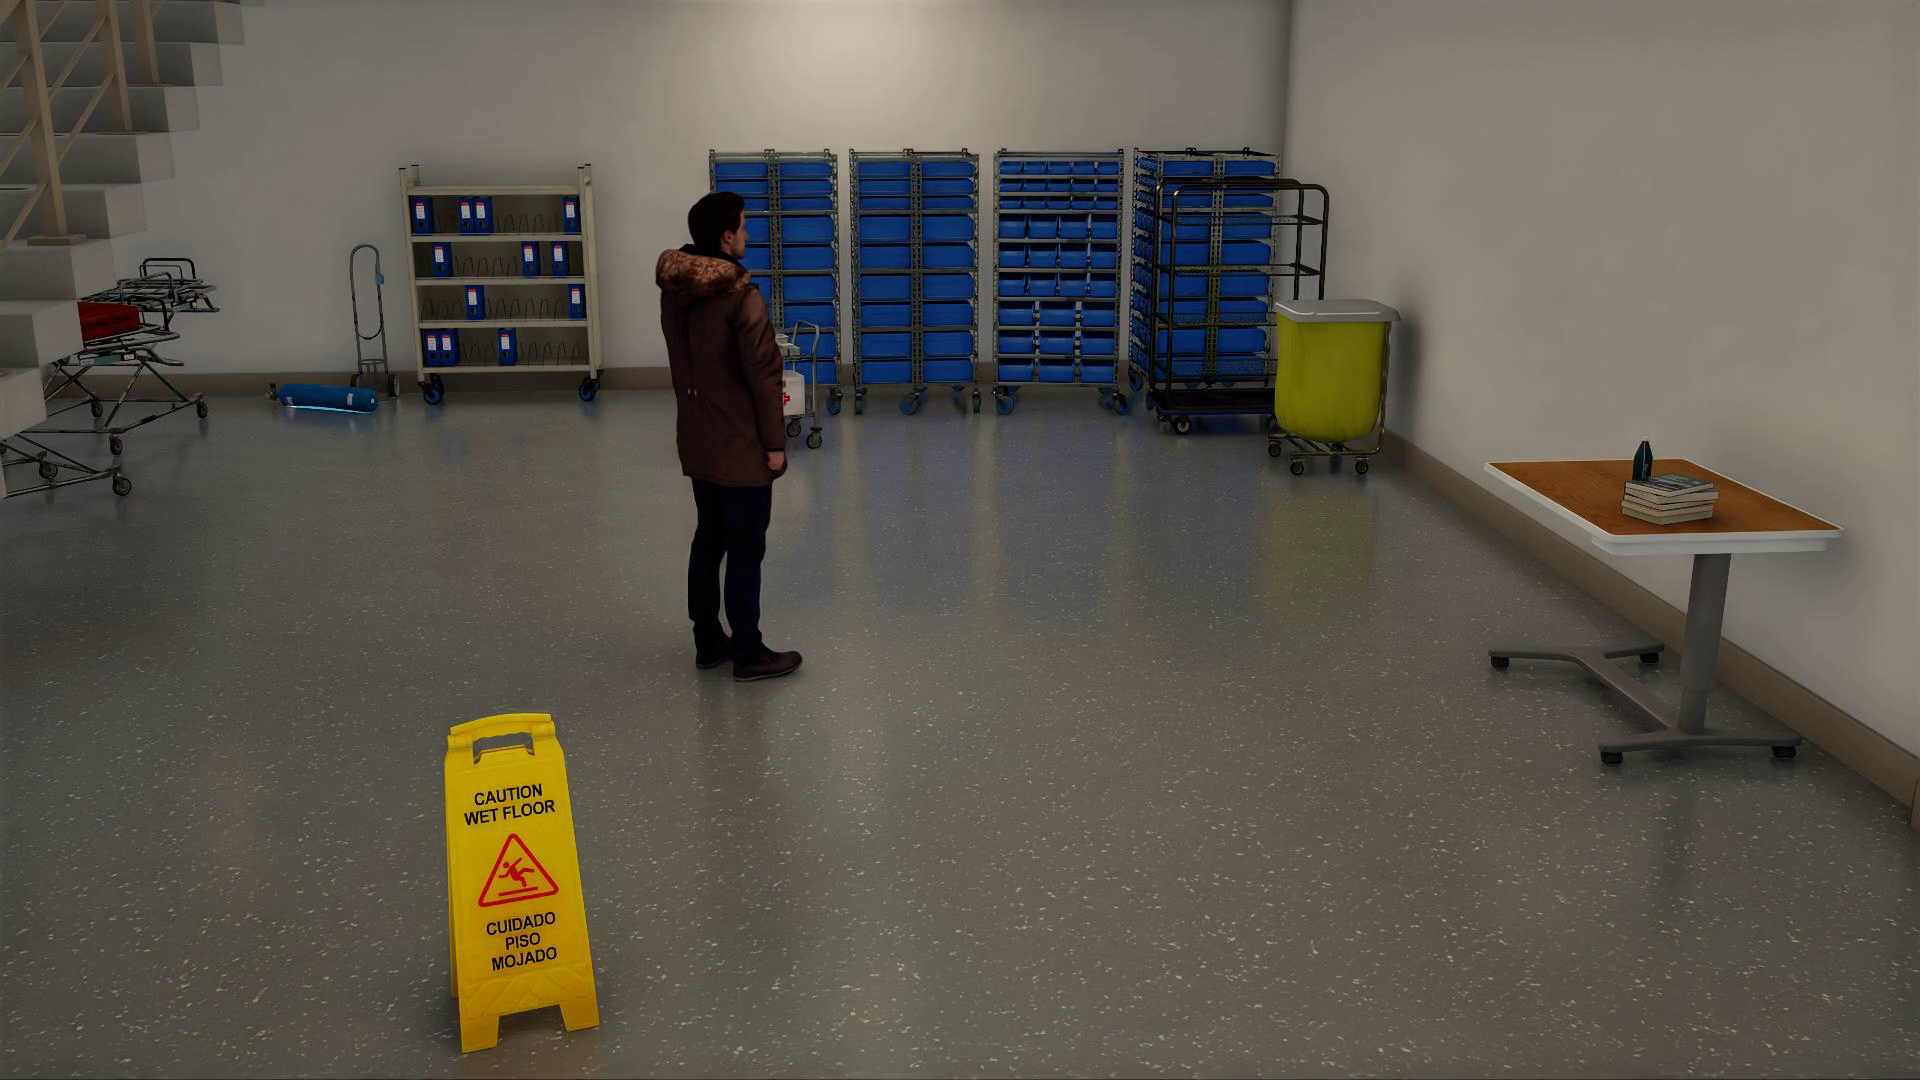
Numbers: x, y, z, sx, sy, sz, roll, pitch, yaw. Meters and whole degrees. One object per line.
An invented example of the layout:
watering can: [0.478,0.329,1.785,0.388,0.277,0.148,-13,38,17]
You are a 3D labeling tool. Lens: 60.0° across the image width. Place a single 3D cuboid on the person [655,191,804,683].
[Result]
person: [-0.886,-0.387,6.319,0.938,1.848,0.860,-15,22,-43]
